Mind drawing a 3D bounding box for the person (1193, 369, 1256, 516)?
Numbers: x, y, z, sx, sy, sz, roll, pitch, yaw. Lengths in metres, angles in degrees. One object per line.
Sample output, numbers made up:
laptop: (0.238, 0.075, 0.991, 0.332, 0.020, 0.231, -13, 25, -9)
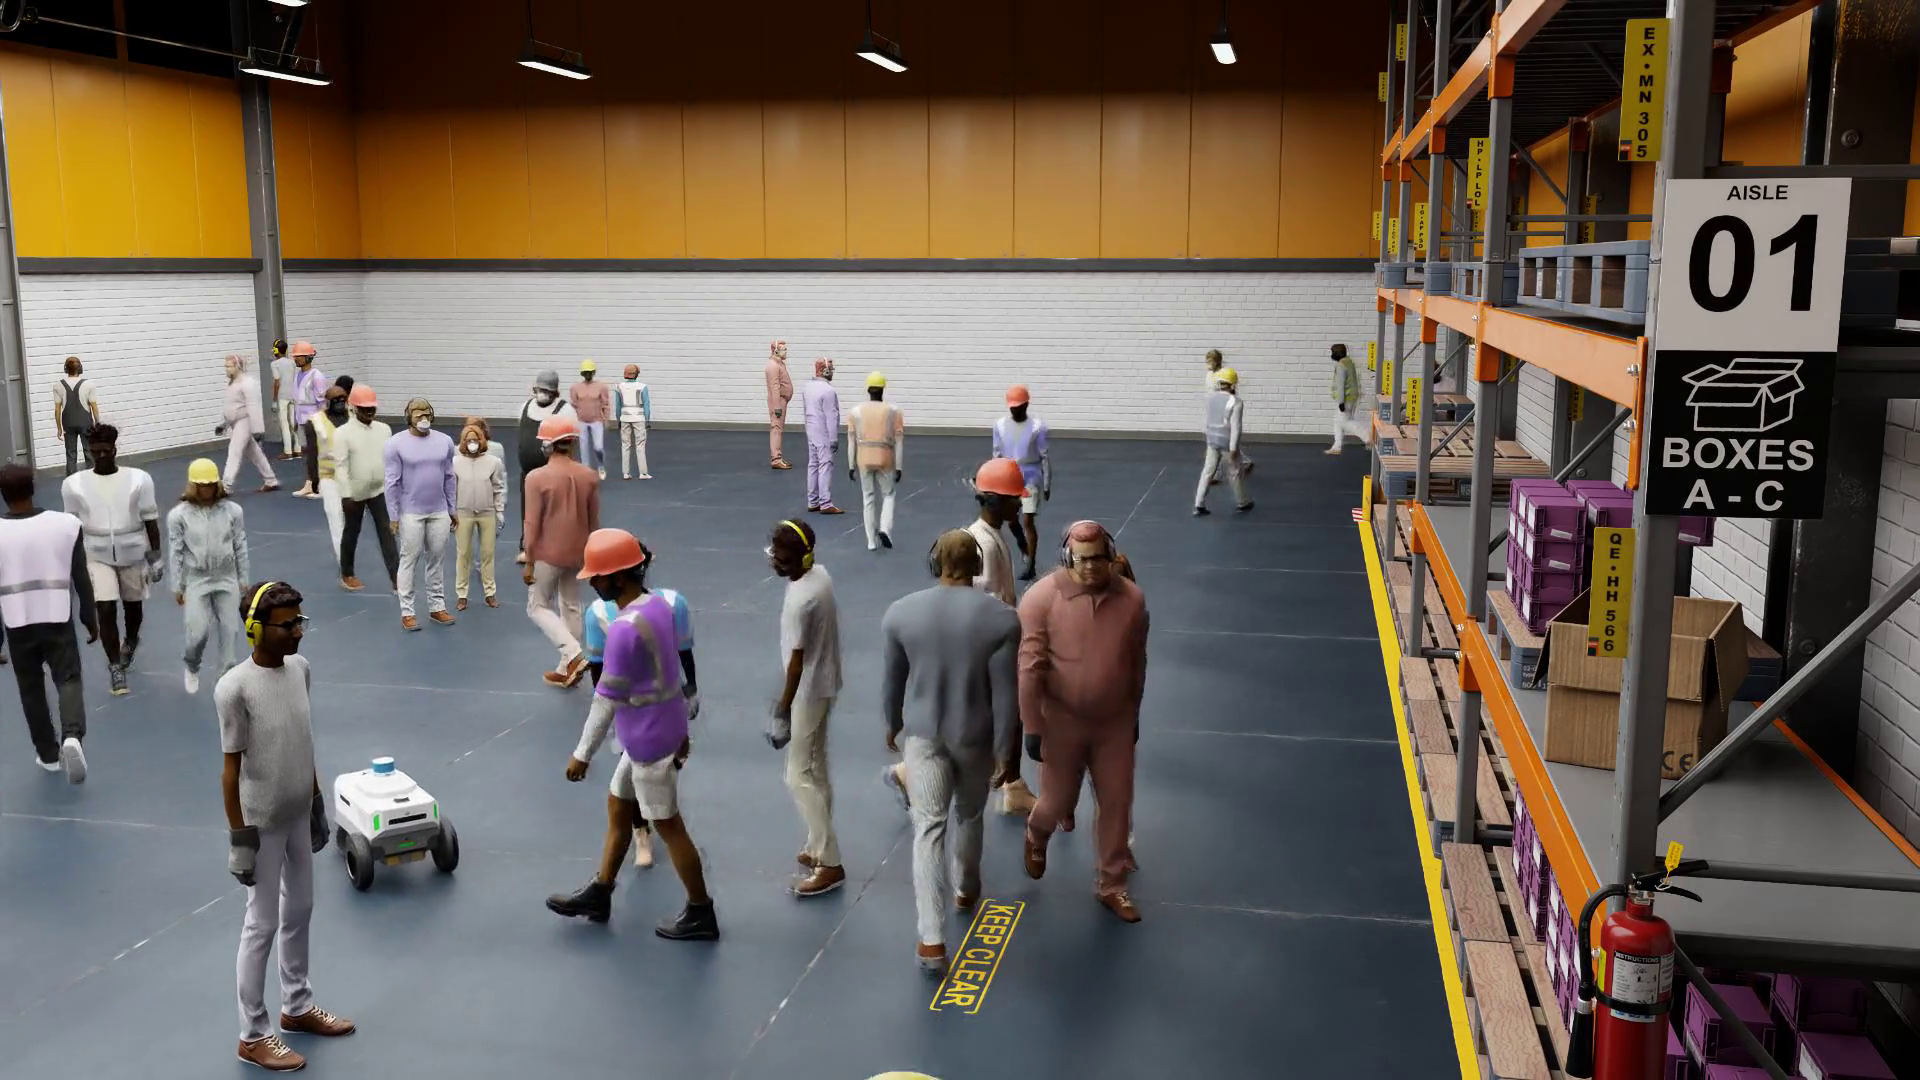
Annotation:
person: (3.186, -1.177, 20.125, 0.964, 1.777, 0.597, -8, 13, -42)

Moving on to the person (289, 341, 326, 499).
person: (-8.442, -1.549, 21.529, 0.608, 2.047, 0.365, 7, 12, 36)

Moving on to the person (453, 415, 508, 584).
person: (-4.613, -0.403, 15.941, 0.506, 1.621, 0.554, -6, 11, -33)

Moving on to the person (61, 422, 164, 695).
person: (-6.102, 0.093, 12.005, 0.616, 1.930, 0.884, -5, 11, -28)

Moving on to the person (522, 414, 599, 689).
person: (-2.798, 0.104, 11.754, 0.542, 1.983, 0.637, 7, 12, 37)

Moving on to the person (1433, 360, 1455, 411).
person: (6.303, -1.499, 22.068, 0.658, 1.782, 0.811, 2, 10, 14)

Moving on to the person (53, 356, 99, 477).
person: (-11.431, -1.454, 21.562, 0.520, 1.844, 0.331, -3, 10, -18)

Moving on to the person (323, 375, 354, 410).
person: (-7.492, -1.173, 20.343, 0.540, 1.681, 0.396, -1, 9, -4)

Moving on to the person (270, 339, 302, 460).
person: (-10.512, -2.180, 25.865, 0.327, 1.871, 0.514, 3, 10, 20)

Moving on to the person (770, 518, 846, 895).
person: (-0.725, 0.789, 8.109, 0.356, 1.834, 0.657, 2, 10, 11)

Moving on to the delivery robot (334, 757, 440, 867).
delivery robot: (-2.881, 1.336, 8.349, 0.477, 0.478, 0.707, -7, 12, -35)

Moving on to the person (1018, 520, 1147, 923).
person: (0.560, 0.808, 7.829, 0.674, 1.878, 0.670, -3, 10, -16)

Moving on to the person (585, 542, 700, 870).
person: (-1.631, 0.793, 8.547, 0.567, 1.675, 0.629, -2, 10, -13)

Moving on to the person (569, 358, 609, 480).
person: (-5.084, -1.617, 22.836, 0.530, 1.754, 0.408, -1, 9, -4)

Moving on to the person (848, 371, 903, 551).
person: (-0.892, -0.824, 17.571, 0.587, 1.915, 0.445, 0, 9, 1)

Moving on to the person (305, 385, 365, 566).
person: (-6.300, -0.665, 16.885, 0.636, 1.827, 0.633, -6, 11, -33)

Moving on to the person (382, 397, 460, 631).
person: (-4.480, -0.224, 13.870, 0.355, 1.937, 0.634, 9, 13, 44)

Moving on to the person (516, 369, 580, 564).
person: (-4.196, -0.765, 16.821, 0.717, 2.000, 0.820, 2, 10, 13)

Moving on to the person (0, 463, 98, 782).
person: (-5.376, 0.494, 9.729, 0.633, 1.883, 0.837, -6, 11, -33)

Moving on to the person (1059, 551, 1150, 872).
person: (0.723, 0.821, 8.583, 0.491, 1.603, 0.799, -2, 10, -11)

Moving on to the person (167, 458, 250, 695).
person: (-5.149, 0.288, 11.423, 0.496, 1.732, 0.467, -8, 12, -39)

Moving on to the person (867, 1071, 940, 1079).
person: (0.011, 1.707, 2.676, 0.692, 1.783, 0.655, 9, 13, 43)

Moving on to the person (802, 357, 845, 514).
person: (-1.651, -1.267, 20.258, 0.403, 1.904, 0.652, -6, 11, -33)

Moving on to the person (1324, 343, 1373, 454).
person: (6.211, -2.225, 26.389, 0.748, 1.804, 0.638, 4, 10, 22)

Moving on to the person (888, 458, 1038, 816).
person: (0.075, 0.548, 9.015, 0.867, 2.010, 0.597, 2, 10, 9)

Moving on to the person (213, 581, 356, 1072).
person: (-2.587, 1.070, 6.317, 0.317, 1.860, 0.509, 2, 10, 13)

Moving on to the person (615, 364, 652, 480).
person: (-4.597, -1.656, 23.405, 0.511, 1.638, 0.309, 2, 10, 12)

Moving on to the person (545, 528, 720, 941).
person: (-1.517, 0.877, 7.363, 0.920, 1.889, 0.554, 0, 9, 2)

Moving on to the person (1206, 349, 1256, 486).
person: (3.659, -1.672, 22.745, 0.700, 1.905, 0.639, -3, 10, -20)

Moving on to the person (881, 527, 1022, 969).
person: (-0.048, 0.890, 7.407, 0.647, 1.881, 1.064, 1, 9, 5)

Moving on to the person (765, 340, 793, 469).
person: (-2.677, -2.009, 24.721, 0.407, 1.908, 0.641, 0, 9, -3)

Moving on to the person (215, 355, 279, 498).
person: (-9.443, -1.496, 21.811, 1.014, 1.853, 0.657, -8, 12, -39)

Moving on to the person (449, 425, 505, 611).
person: (-4.260, -0.200, 14.641, 0.501, 1.633, 0.281, -4, 10, -22)

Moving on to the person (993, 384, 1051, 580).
person: (0.615, -0.580, 16.119, 0.562, 1.903, 0.679, 4, 10, 24)

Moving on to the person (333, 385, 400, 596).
person: (-5.463, -0.452, 15.279, 1.060, 1.935, 0.629, 8, 13, 41)
